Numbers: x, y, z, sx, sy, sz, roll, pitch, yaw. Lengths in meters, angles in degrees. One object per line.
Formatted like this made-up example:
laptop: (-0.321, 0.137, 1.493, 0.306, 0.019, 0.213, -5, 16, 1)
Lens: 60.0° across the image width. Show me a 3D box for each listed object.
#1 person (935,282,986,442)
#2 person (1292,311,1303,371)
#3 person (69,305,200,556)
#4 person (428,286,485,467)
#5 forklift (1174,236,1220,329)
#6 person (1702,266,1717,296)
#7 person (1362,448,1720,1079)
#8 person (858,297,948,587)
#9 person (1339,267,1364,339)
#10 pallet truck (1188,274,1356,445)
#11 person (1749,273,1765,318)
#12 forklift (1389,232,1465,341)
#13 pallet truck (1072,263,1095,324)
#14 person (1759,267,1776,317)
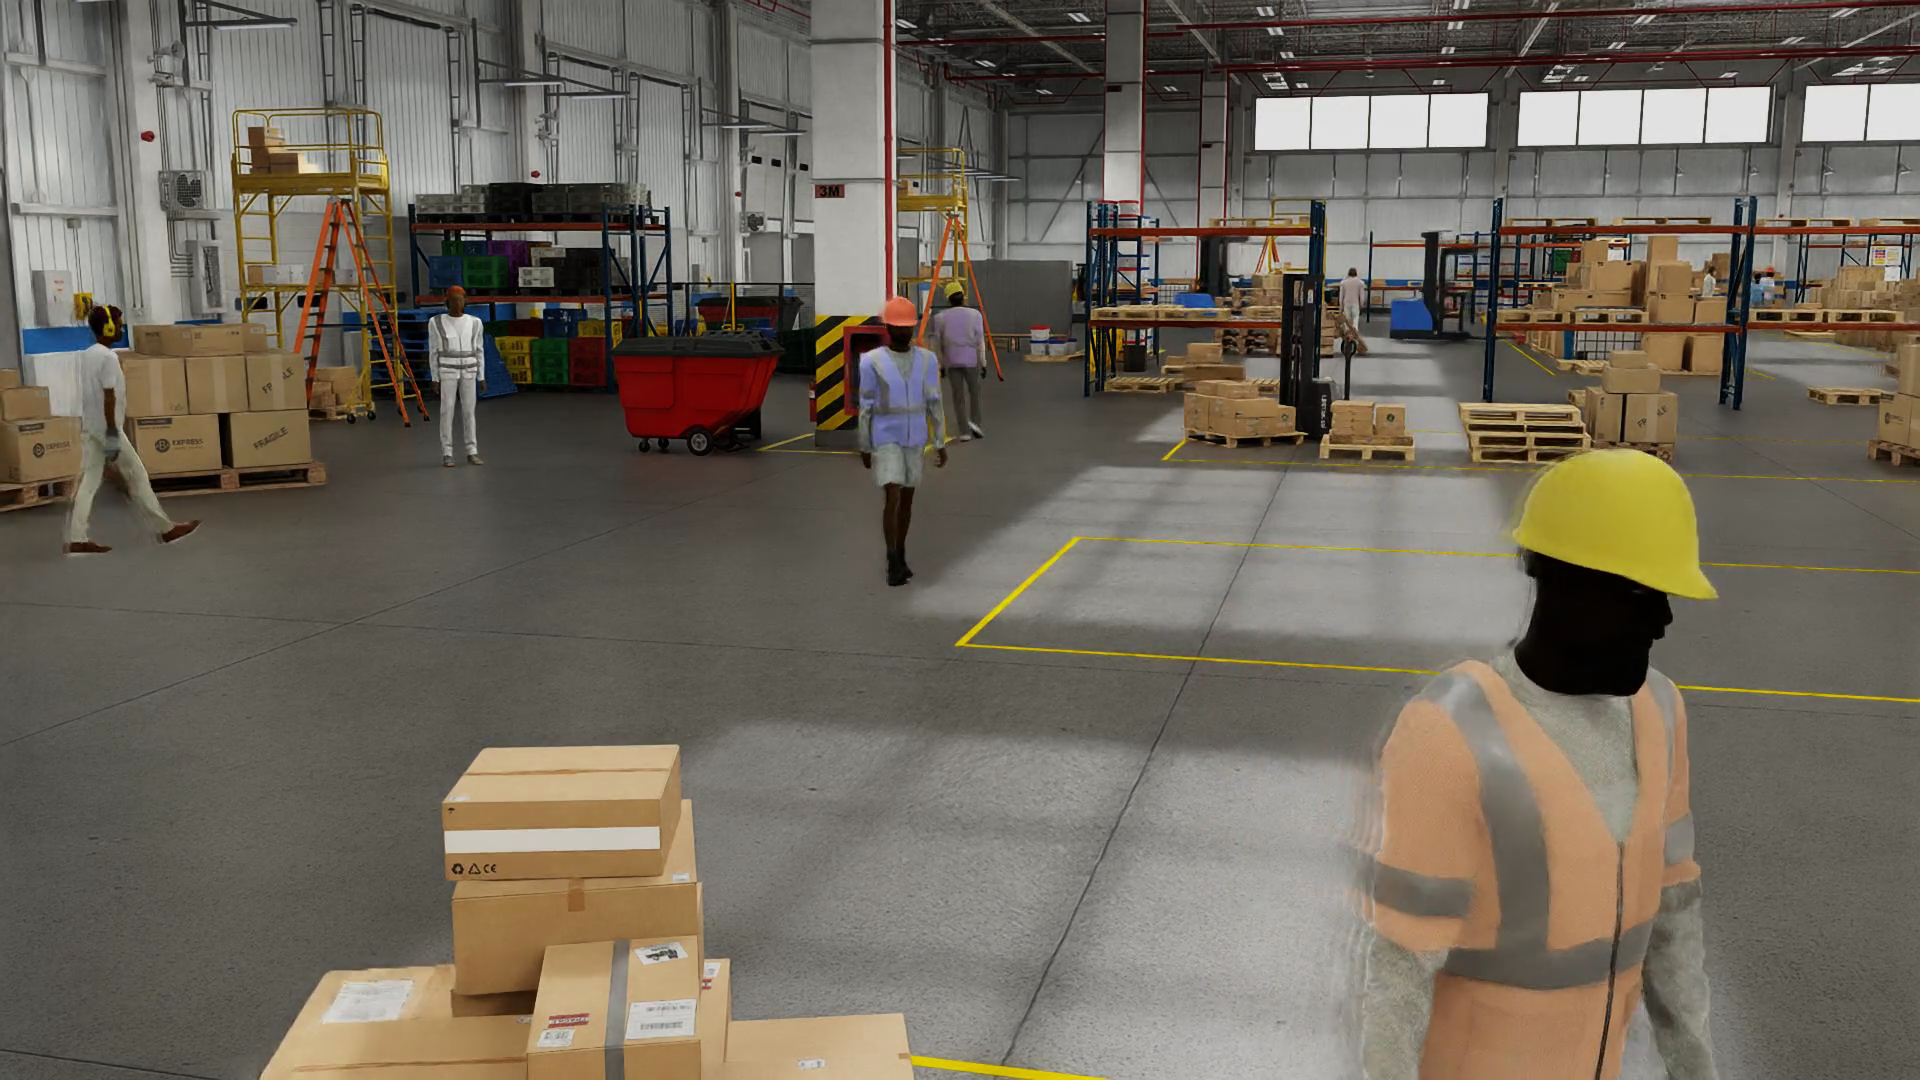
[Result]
person: (0.011, -2.110, 19.738, 0.619, 1.889, 0.469, 2, 10, 10)
person: (6.606, -4.101, 31.929, 0.336, 1.734, 0.487, 6, 12, 33)
person: (-6.212, -0.815, 12.307, 0.554, 1.818, 0.956, 8, 12, 39)
person: (-5.242, -1.704, 17.368, 0.576, 1.885, 0.355, -6, 11, -32)
forklift: (7.541, -7.835, 50.538, 1.873, 2.768, 1.129, -2, 10, -13)
person: (22.870, -7.401, 50.805, 0.362, 1.929, 0.629, 6, 11, 30)
person: (0.879, 0.802, 2.552, 0.607, 1.908, 0.485, -7, 12, -35)
person: (-0.353, -0.647, 11.082, 0.550, 1.907, 0.816, -4, 10, -23)
person: (10.295, -6.212, 43.801, 0.637, 1.925, 0.484, 2, 10, 12)
pallet truck: (3.653, -2.138, 19.590, 1.885, 1.965, 0.823, -4, 10, -20)
person: (24.524, -7.355, 51.225, 0.570, 1.696, 0.316, 1, 10, 4)
forklift: (12.151, -6.571, 43.094, 1.873, 2.768, 1.129, 2, 10, 14)
pallet truck: (4.325, -8.180, 55.162, 0.823, 1.965, 1.885, 6, 11, 31)
person: (25.321, -7.633, 52.249, 0.934, 1.902, 0.556, -1, 10, -4)
